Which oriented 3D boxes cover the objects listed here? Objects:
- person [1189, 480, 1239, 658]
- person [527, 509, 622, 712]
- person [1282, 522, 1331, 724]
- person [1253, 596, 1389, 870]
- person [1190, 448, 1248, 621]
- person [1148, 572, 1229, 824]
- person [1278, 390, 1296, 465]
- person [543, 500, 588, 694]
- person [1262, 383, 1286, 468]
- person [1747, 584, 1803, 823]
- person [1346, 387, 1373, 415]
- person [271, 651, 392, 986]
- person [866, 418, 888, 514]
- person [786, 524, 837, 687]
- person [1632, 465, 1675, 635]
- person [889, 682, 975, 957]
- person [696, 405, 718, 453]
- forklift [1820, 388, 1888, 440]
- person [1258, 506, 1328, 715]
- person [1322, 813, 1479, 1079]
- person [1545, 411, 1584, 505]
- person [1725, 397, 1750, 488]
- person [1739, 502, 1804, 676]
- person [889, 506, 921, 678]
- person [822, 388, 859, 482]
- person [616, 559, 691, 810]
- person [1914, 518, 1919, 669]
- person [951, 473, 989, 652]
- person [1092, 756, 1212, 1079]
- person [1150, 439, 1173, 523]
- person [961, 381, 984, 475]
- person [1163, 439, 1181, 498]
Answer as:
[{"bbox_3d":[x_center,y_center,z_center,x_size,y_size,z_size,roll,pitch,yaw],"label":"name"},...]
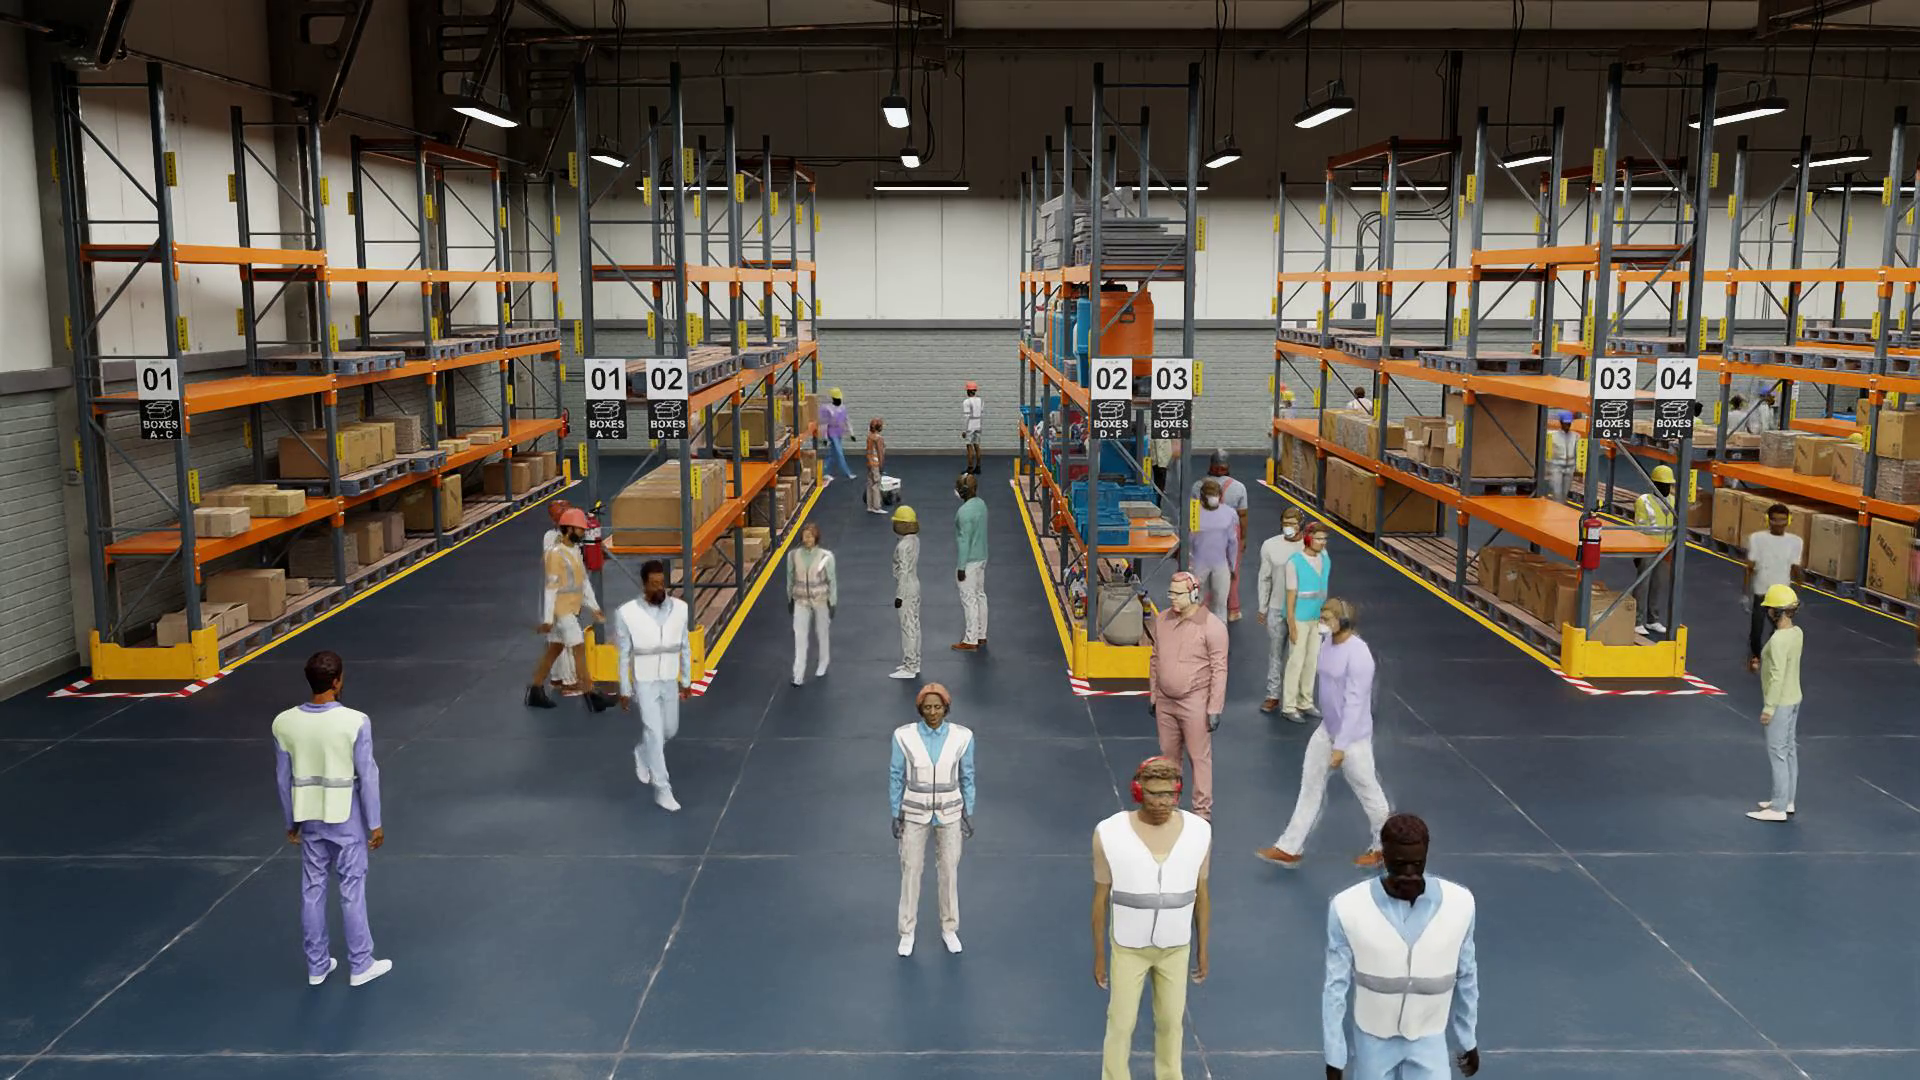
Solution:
[{"bbox_3d":[2.646,0.316,17.579,0.655,1.886,1.023,-1,9,-4],"label":"person"},{"bbox_3d":[-3.630,0.654,15.466,0.964,1.881,0.540,0,9,3],"label":"person"},{"bbox_3d":[3.128,0.737,15.071,0.572,1.833,0.389,-7,11,-38],"label":"person"},{"bbox_3d":[2.518,1.316,11.177,1.018,1.885,0.647,-3,9,-17],"label":"person"},{"bbox_3d":[3.057,-0.067,19.574,0.683,2.000,0.538,3,9,19],"label":"person"},{"bbox_3d":[1.610,1.172,12.036,0.405,1.906,0.653,-8,12,-43],"label":"person"},{"bbox_3d":[6.648,-2.127,33.610,0.698,1.796,0.610,-1,9,-4],"label":"person"},{"bbox_3d":[-3.832,0.546,16.133,0.355,1.885,0.576,-7,11,-36],"label":"person"},{"bbox_3d":[6.559,-2.331,34.640,0.800,1.888,0.588,7,12,40],"label":"person"},{"bbox_3d":[6.042,1.200,12.314,0.328,1.765,0.532,8,12,41],"label":"person"},{"bbox_3d":[8.158,-2.218,34.045,0.627,1.846,0.429,-2,9,-15],"label":"person"},{"bbox_3d":[-3.556,1.575,9.400,0.587,1.920,0.390,1,9,8],"label":"person"},{"bbox_3d":[-1.451,-1.270,28.592,0.315,1.641,0.515,-4,10,-27],"label":"person"},{"bbox_3d":[-1.473,0.632,16.496,0.533,1.590,0.886,1,9,9],"label":"person"},{"bbox_3d":[7.871,0.111,18.795,0.589,1.927,0.388,-3,9,-21],"label":"person"},{"bbox_3d":[-0.165,1.643,9.853,0.513,1.642,0.313,-1,9,-6],"label":"person"},{"bbox_3d":[-4.887,-1.931,32.055,0.662,1.887,0.493,4,10,22],"label":"person"},{"bbox_3d":[20.072,-3.110,36.462,1.873,2.768,1.129,0,9,0],"label":"forklift"},{"bbox_3d":[3.049,0.646,15.319,0.635,1.937,0.353,4,10,25],"label":"person"},{"bbox_3d":[1.769,2.008,6.648,0.650,1.902,0.647,0,9,2],"label":"person"},{"bbox_3d":[9.675,-1.088,26.524,0.639,1.914,0.882,-1,9,-6],"label":"person"},{"bbox_3d":[14.668,-1.802,31.456,0.557,1.808,0.982,4,10,23],"label":"person"},{"bbox_3d":[7.979,0.535,16.326,0.603,1.850,0.498,3,9,20],"label":"person"},{"bbox_3d":[-0.552,0.518,16.760,0.287,1.746,0.487,2,9,12],"label":"person"},{"bbox_3d":[-2.406,-2.079,33.065,1.027,1.863,0.599,6,10,32],"label":"person"},{"bbox_3d":[-2.356,1.067,12.763,0.596,1.897,0.793,-7,11,-36],"label":"person"},{"bbox_3d":[9.976,0.384,16.753,0.636,2.008,0.882,1,9,4],"label":"person"},{"bbox_3d":[0.117,0.240,17.965,0.365,1.932,0.629,3,9,19],"label":"person"},{"bbox_3d":[0.882,1.878,7.720,0.561,1.838,0.385,-2,9,-10],"label":"person"},{"bbox_3d":[3.343,-1.252,27.394,0.415,1.985,0.611,2,9,12],"label":"person"},{"bbox_3d":[0.237,-2.308,34.318,0.356,1.936,0.551,8,12,41],"label":"person"},{"bbox_3d":[3.963,-1.582,30.759,0.537,1.588,0.881,-2,9,-15],"label":"person"}]
